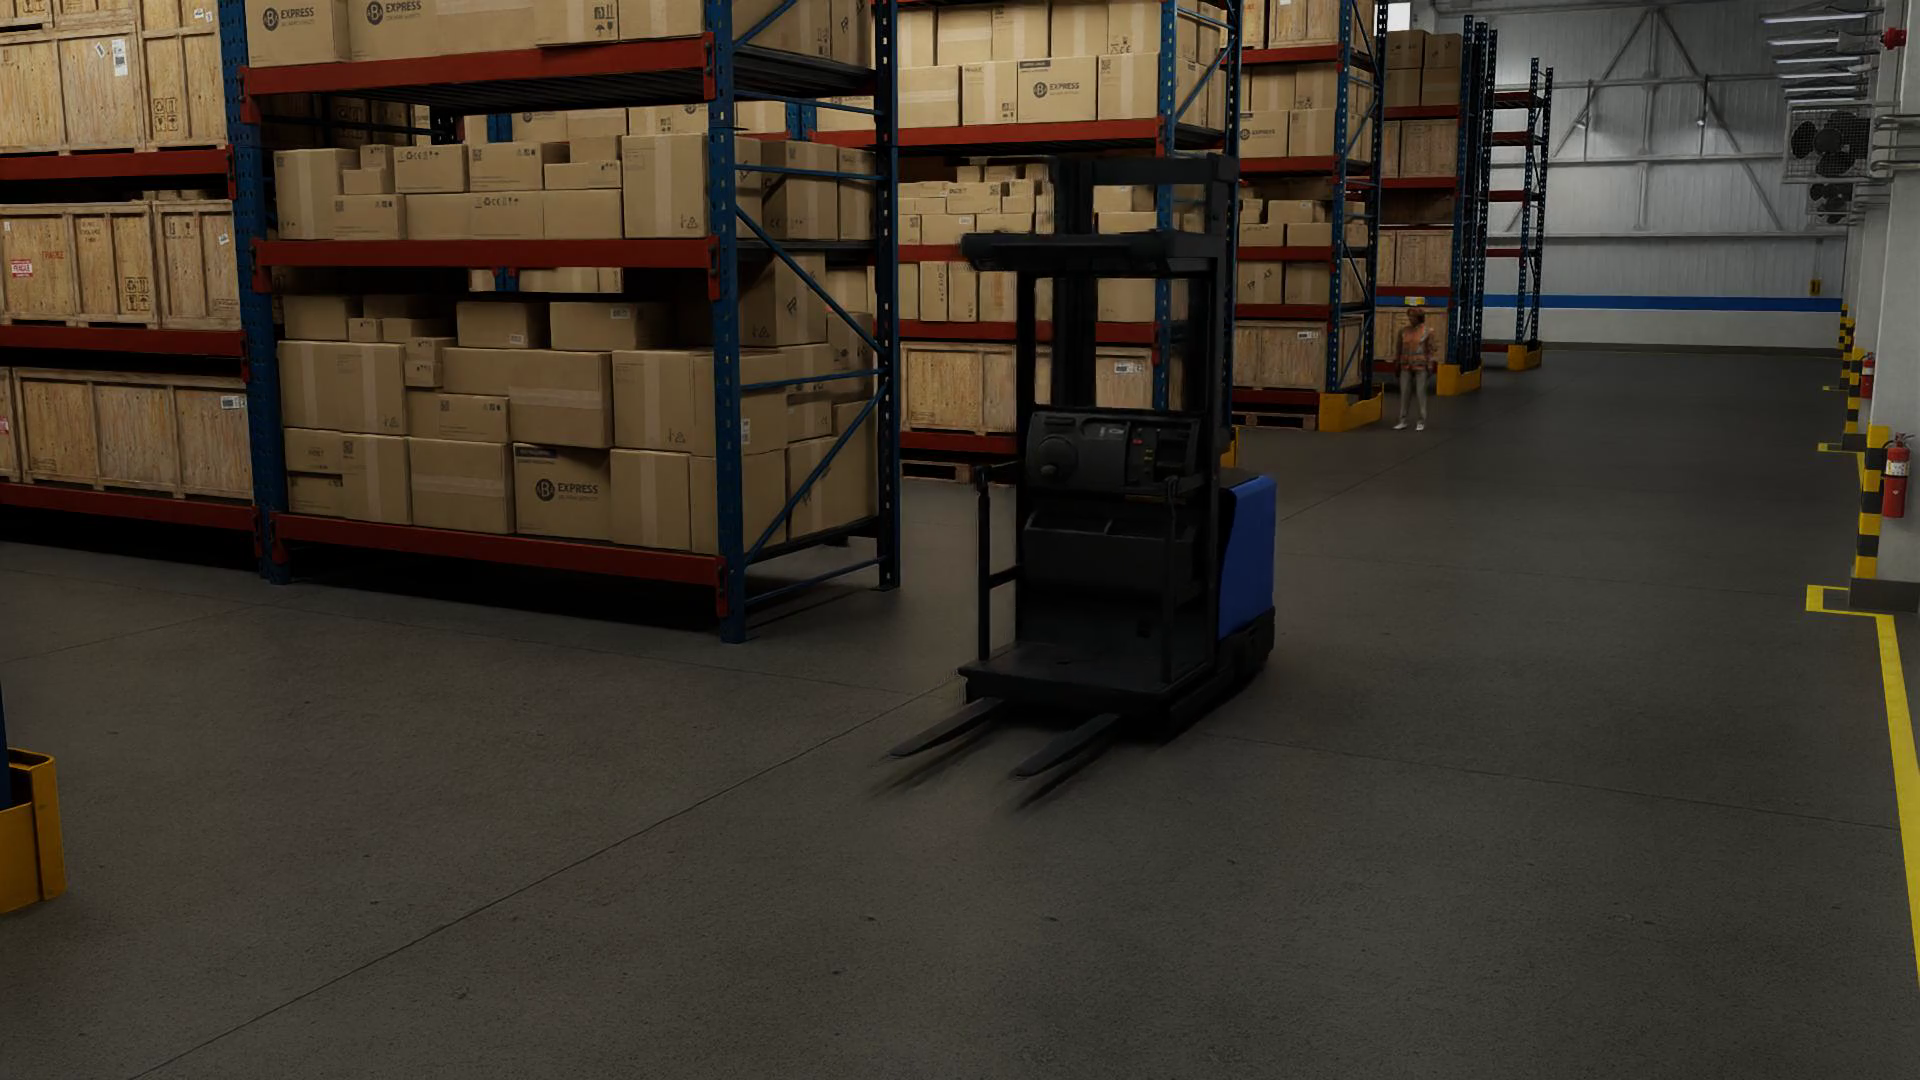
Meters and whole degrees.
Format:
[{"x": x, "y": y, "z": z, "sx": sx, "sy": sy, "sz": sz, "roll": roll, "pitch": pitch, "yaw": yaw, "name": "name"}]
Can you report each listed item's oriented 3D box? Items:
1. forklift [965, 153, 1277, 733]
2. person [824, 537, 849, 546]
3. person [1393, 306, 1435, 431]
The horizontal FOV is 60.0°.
[{"x": 0.947, "y": -0.616, "z": 8.810, "sx": 1.129, "sy": 2.768, "sz": 1.873, "roll": 5, "pitch": 11, "yaw": 27, "name": "forklift"}, {"x": -1.140, "y": -0.906, "z": 13.359, "sx": 0.563, "sy": 1.908, "sz": 0.817, "roll": -9, "pitch": 14, "yaw": -43, "name": "person"}, {"x": 5.971, "y": -2.246, "z": 21.849, "sx": 0.515, "sy": 1.636, "sz": 0.315, "roll": 8, "pitch": 13, "yaw": 38, "name": "person"}]
